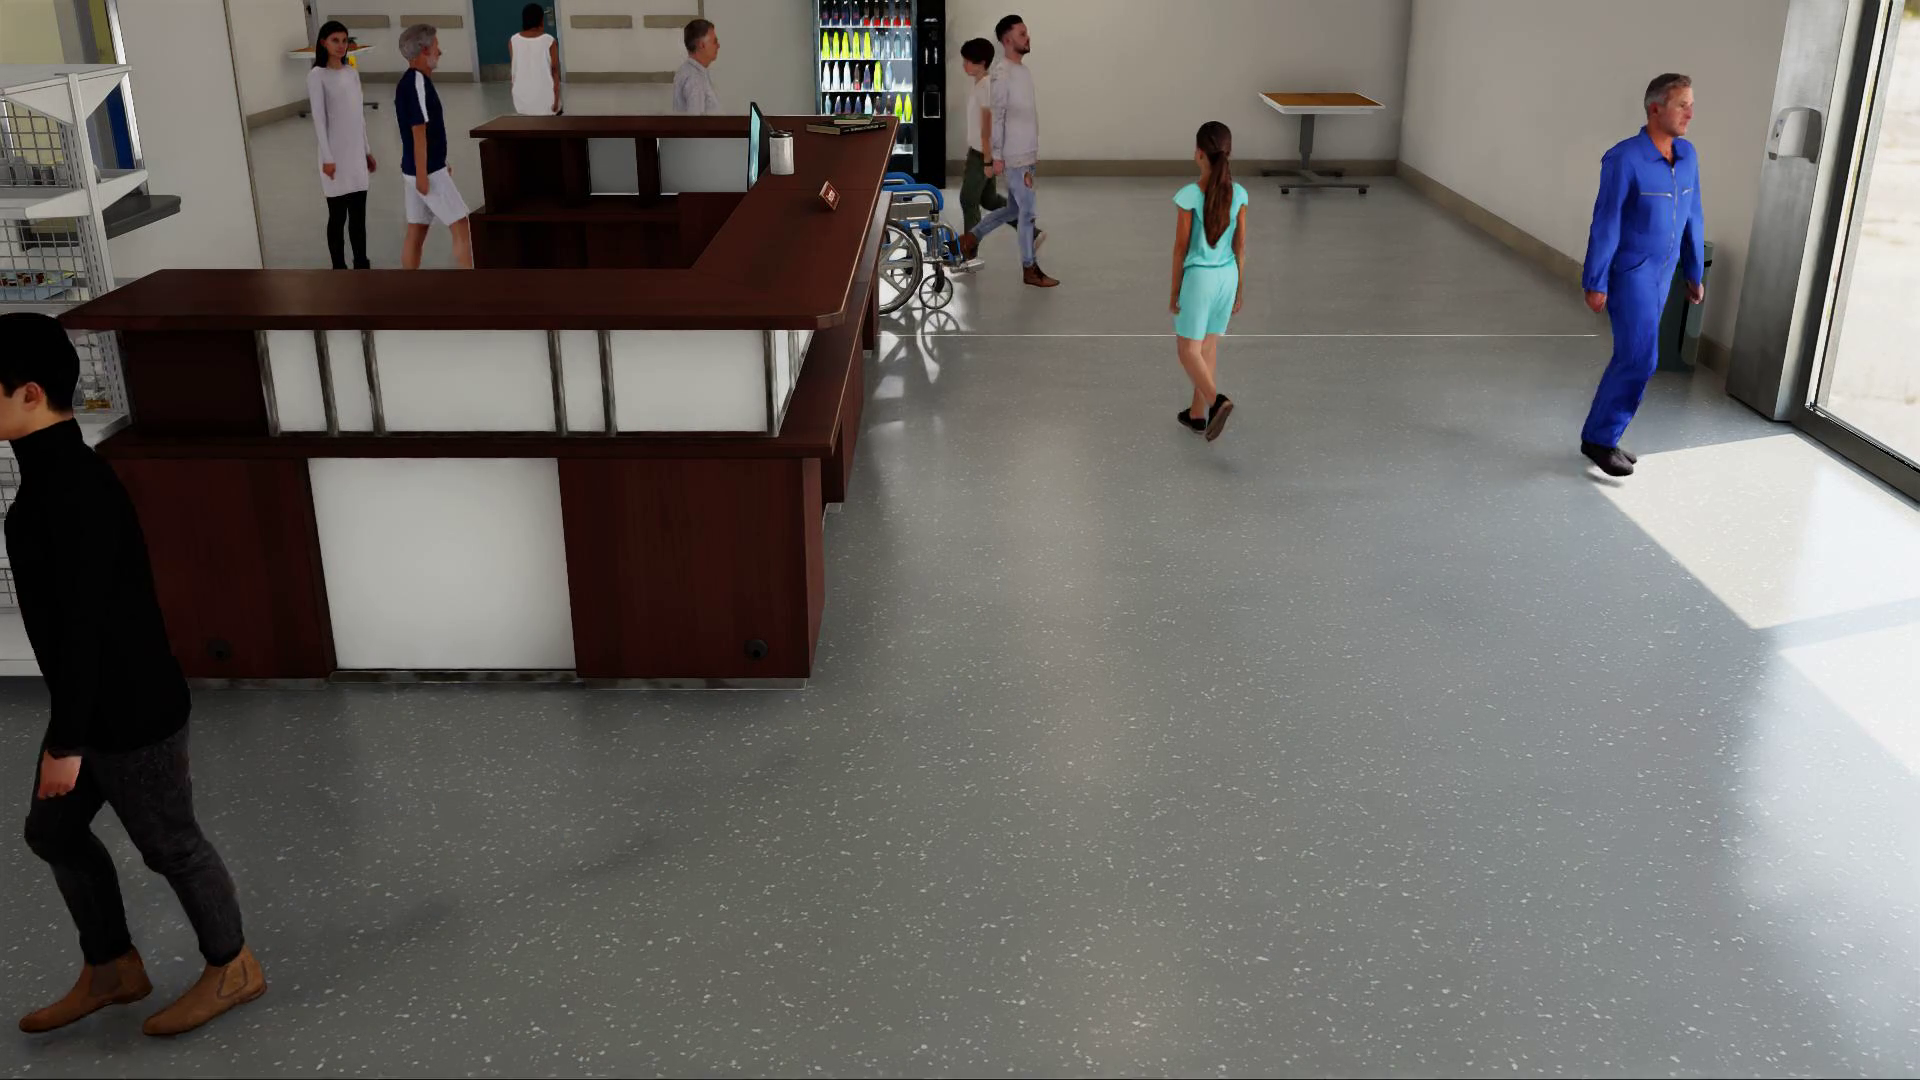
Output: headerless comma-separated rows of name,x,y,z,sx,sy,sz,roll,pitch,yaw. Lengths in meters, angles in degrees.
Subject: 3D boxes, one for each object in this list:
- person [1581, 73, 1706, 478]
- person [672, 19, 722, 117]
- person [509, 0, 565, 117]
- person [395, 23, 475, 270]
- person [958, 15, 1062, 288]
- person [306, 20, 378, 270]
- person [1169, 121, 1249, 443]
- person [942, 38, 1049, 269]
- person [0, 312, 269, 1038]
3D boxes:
person,3.044,-1.216,7.669,0.842,1.810,0.936,-14,25,-32
person,-1.866,-2.612,11.364,0.948,1.803,0.788,-5,21,-14
person,-4.005,-4.150,15.622,0.899,1.664,0.825,3,21,9
person,-3.520,-2.356,10.684,1.027,1.806,0.865,-9,23,-22
person,0.309,-2.660,11.470,1.181,1.818,0.952,9,22,22
person,-4.181,-2.581,11.276,0.662,1.808,0.680,9,23,22
person,1.223,-1.209,8.029,0.914,1.542,0.781,-6,22,-16
person,0.253,-2.762,11.997,1.024,1.636,0.638,-2,21,-6
person,-1.819,0.333,3.727,0.910,1.707,0.847,-16,26,-37
